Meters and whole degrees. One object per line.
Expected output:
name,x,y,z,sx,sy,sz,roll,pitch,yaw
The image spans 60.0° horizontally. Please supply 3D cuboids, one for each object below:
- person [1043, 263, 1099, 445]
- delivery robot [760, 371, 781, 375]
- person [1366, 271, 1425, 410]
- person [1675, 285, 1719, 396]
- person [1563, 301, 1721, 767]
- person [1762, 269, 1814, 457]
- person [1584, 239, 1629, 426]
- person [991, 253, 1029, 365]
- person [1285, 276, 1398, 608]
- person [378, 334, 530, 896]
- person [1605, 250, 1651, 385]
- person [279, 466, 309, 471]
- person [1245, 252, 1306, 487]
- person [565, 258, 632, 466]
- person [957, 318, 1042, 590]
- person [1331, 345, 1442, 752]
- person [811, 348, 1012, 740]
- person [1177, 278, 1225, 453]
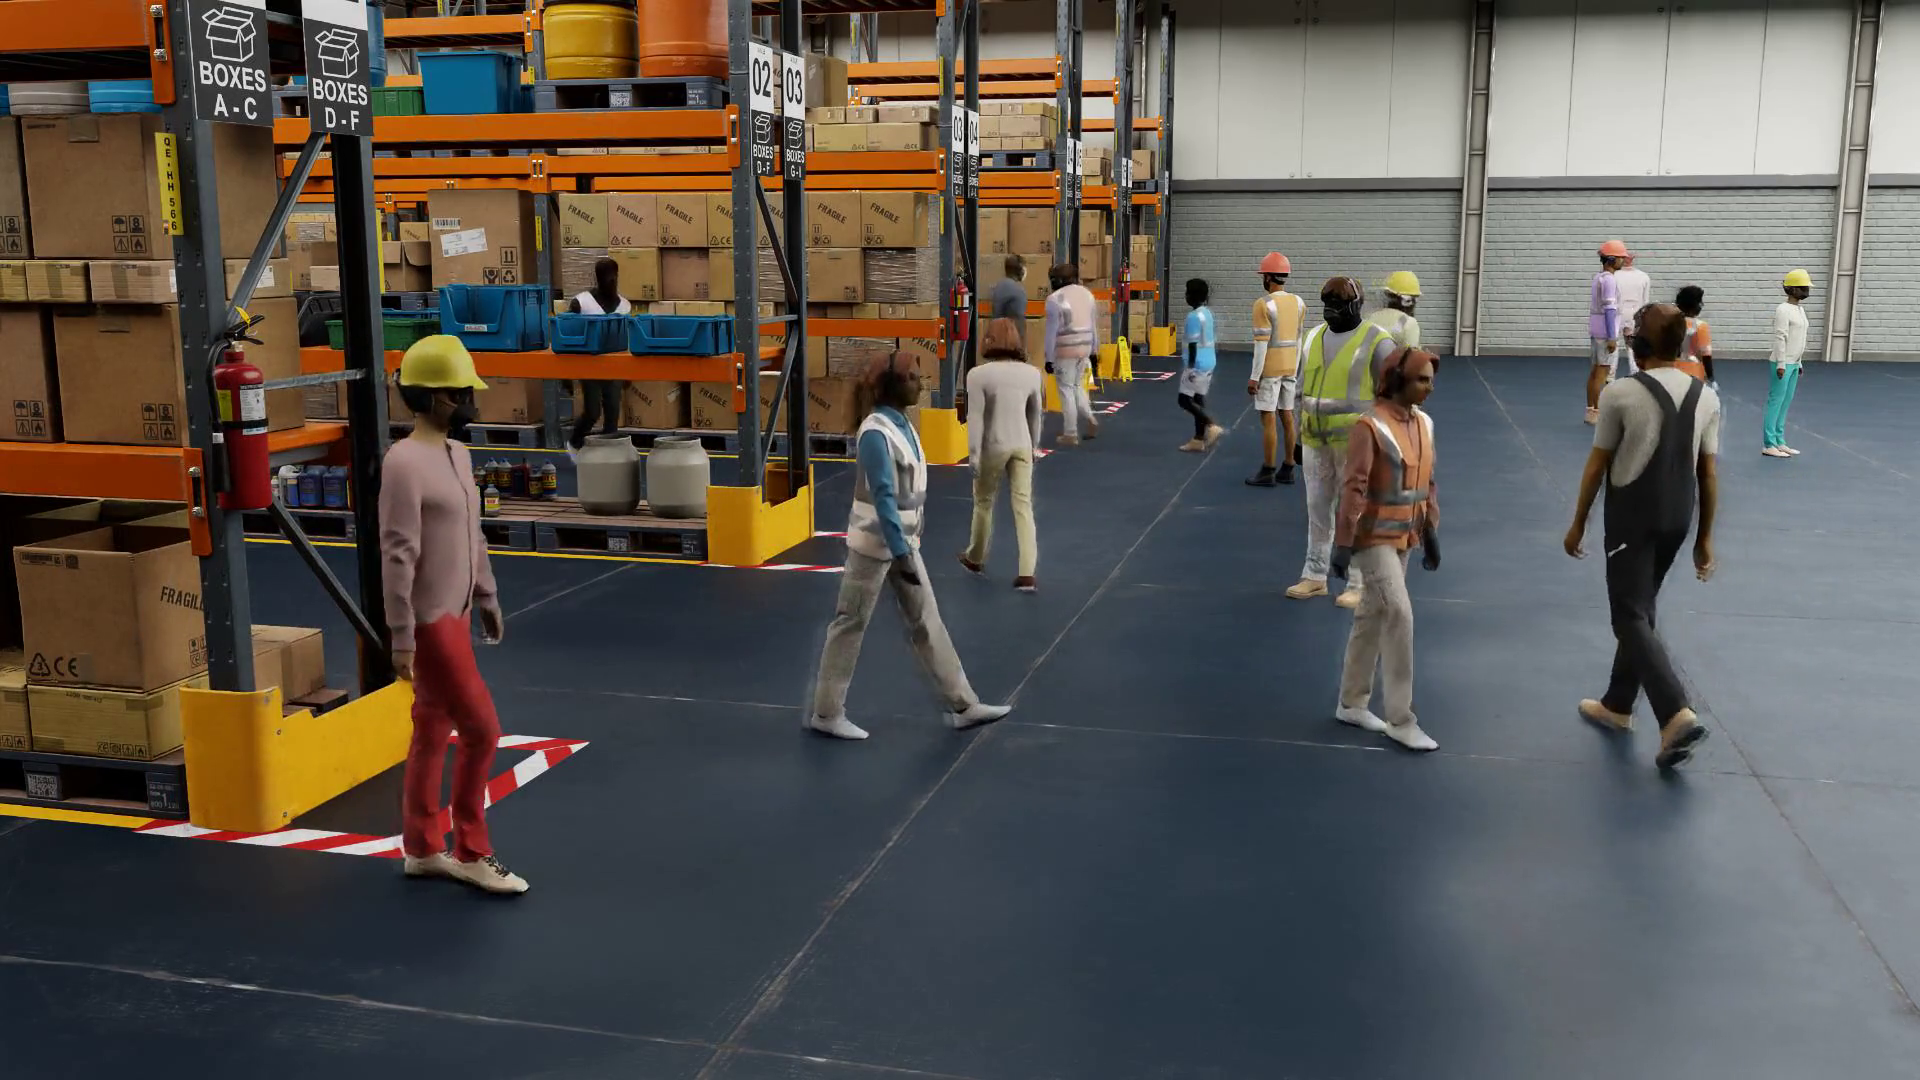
person,1.090,-1.842,16.568,0.673,1.816,0.433,-9,13,-40
delivery robot,-2.279,-1.901,20.129,0.707,0.478,0.477,2,11,14
person,3.183,-1.060,12.234,0.423,1.815,0.608,-5,11,-27
person,6.276,-1.388,14.492,0.872,1.656,0.532,-2,10,-11
person,2.780,-0.037,6.611,0.504,1.815,0.868,-3,11,-14
person,7.858,-1.672,15.759,0.315,1.769,0.523,10,14,43
person,7.122,-2.272,18.314,0.367,2.046,0.608,1,10,8
person,0.463,-1.992,17.127,0.686,1.920,0.644,-4,11,-20
person,2.120,-0.546,9.314,0.429,1.842,0.630,-9,14,-41
person,-1.527,0.242,5.173,0.591,1.747,0.547,0,10,2
person,9.318,-3.113,23.368,0.661,1.908,0.407,1,10,3
person,-6.228,-1.492,14.504,0.980,1.865,0.657,3,11,19
person,2.602,-1.407,13.817,0.542,1.939,0.364,-7,13,-35
person,-3.151,-1.496,14.426,0.567,1.894,0.627,10,14,44
person,0.249,-0.521,9.872,0.524,1.580,0.869,-4,11,-23
person,1.803,0.033,6.714,0.689,1.608,0.541,10,14,44
person,-0.230,0.041,6.706,0.851,1.600,0.511,3,11,16
person,2.305,-1.654,15.887,0.418,1.682,0.547,5,11,25
